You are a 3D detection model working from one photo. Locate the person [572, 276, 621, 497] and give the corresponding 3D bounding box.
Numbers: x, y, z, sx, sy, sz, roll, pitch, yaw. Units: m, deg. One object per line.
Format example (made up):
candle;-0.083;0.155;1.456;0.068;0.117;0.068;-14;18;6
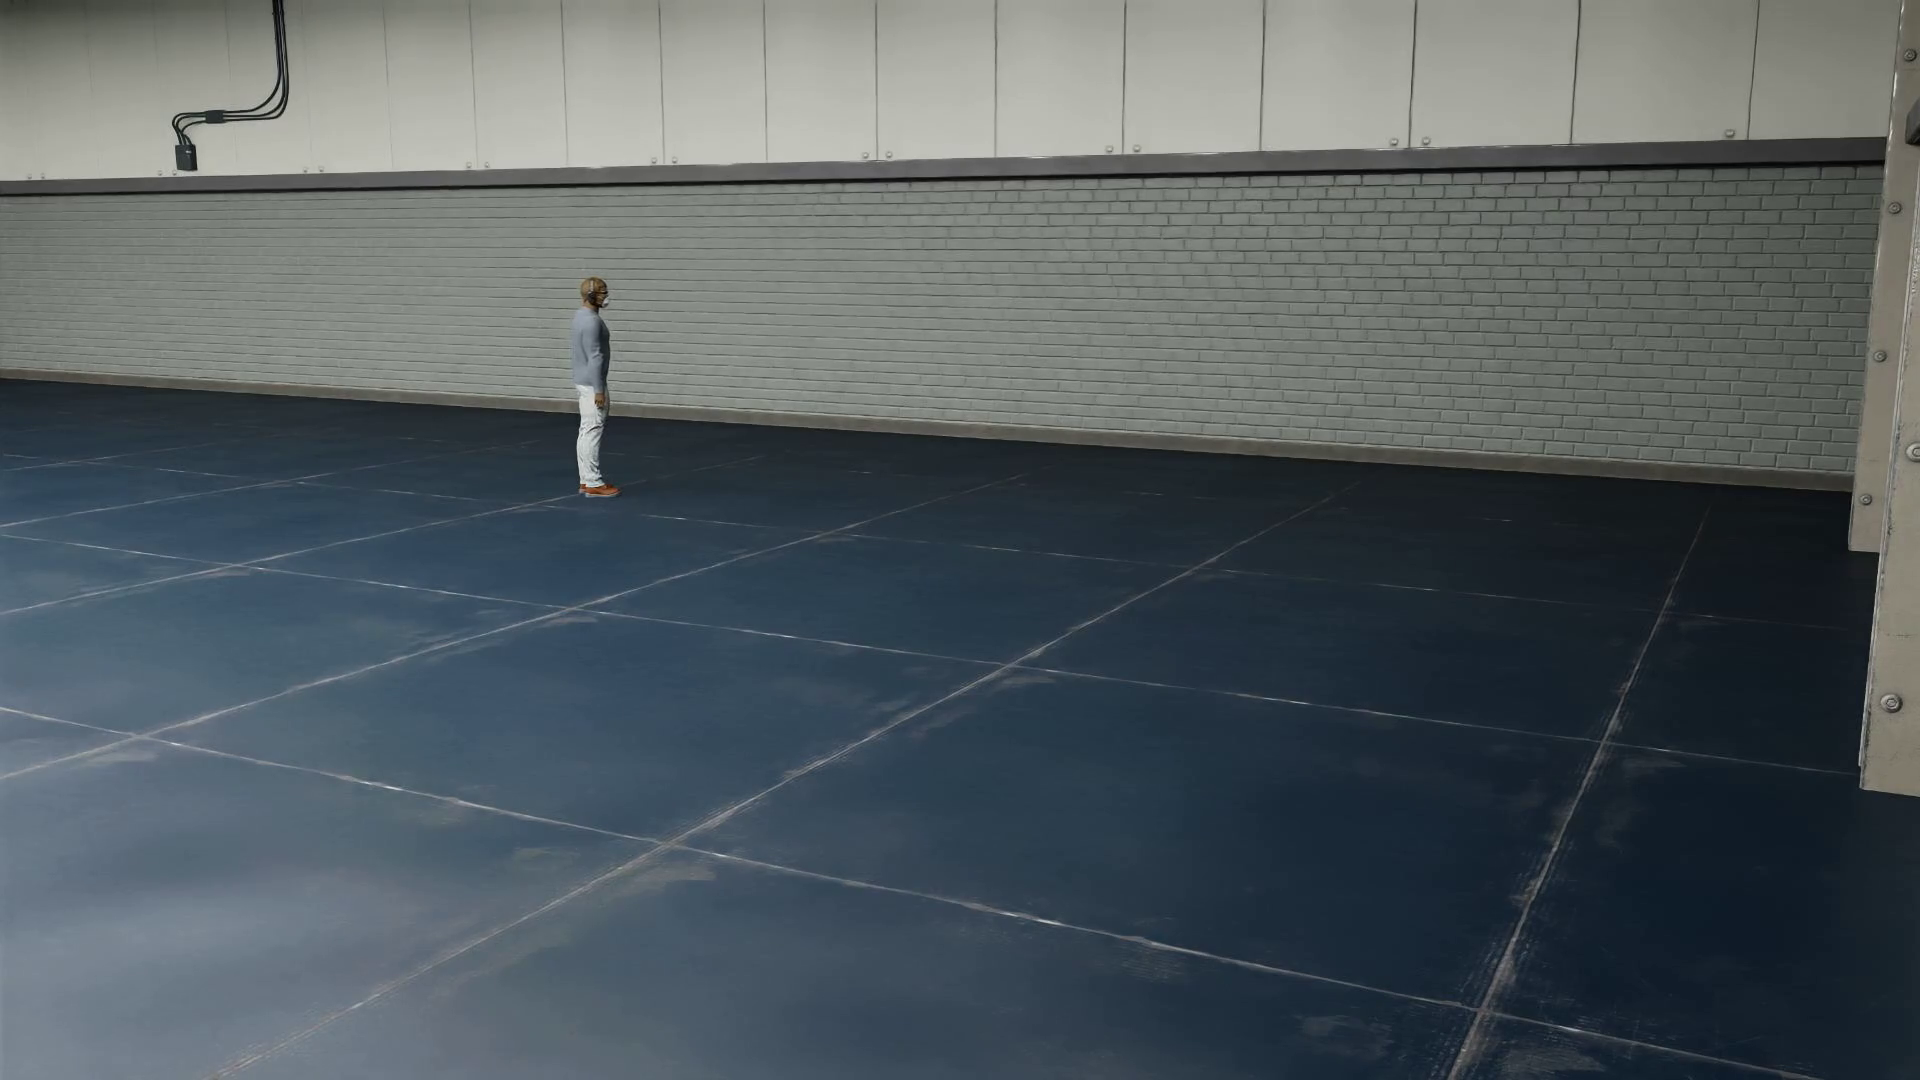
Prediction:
person;-3.230;-1.346;14.663;0.353;1.937;0.635;-4;11;-20
